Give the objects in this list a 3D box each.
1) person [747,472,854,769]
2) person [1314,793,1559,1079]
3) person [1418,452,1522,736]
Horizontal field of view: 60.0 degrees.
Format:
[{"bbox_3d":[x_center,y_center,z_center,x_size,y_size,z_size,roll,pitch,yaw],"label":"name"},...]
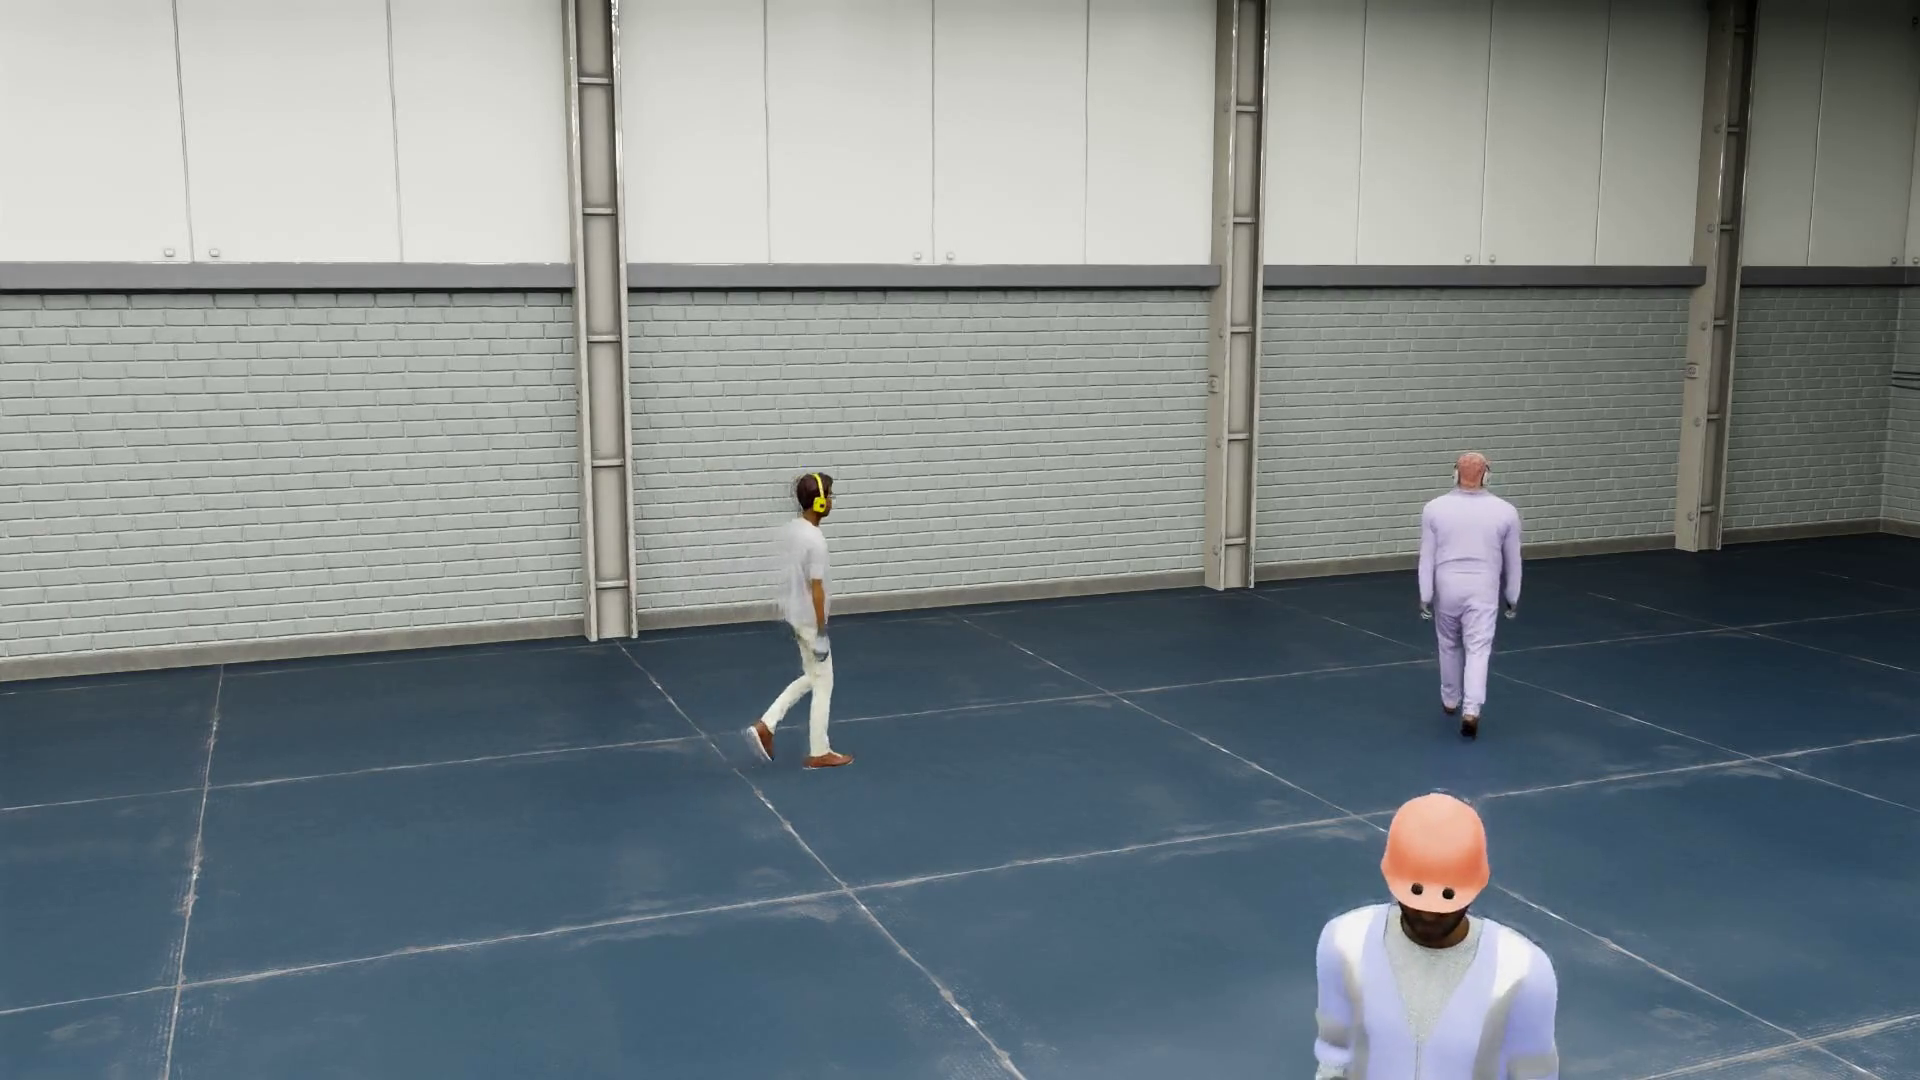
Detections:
[{"bbox_3d":[-0.960,0.506,10.124,0.567,1.855,0.548,-5,10,-28],"label":"person"},{"bbox_3d":[1.118,1.470,3.951,0.552,1.904,0.650,4,10,25],"label":"person"},{"bbox_3d":[3.408,0.342,11.137,0.657,1.864,0.978,3,9,17],"label":"person"}]
